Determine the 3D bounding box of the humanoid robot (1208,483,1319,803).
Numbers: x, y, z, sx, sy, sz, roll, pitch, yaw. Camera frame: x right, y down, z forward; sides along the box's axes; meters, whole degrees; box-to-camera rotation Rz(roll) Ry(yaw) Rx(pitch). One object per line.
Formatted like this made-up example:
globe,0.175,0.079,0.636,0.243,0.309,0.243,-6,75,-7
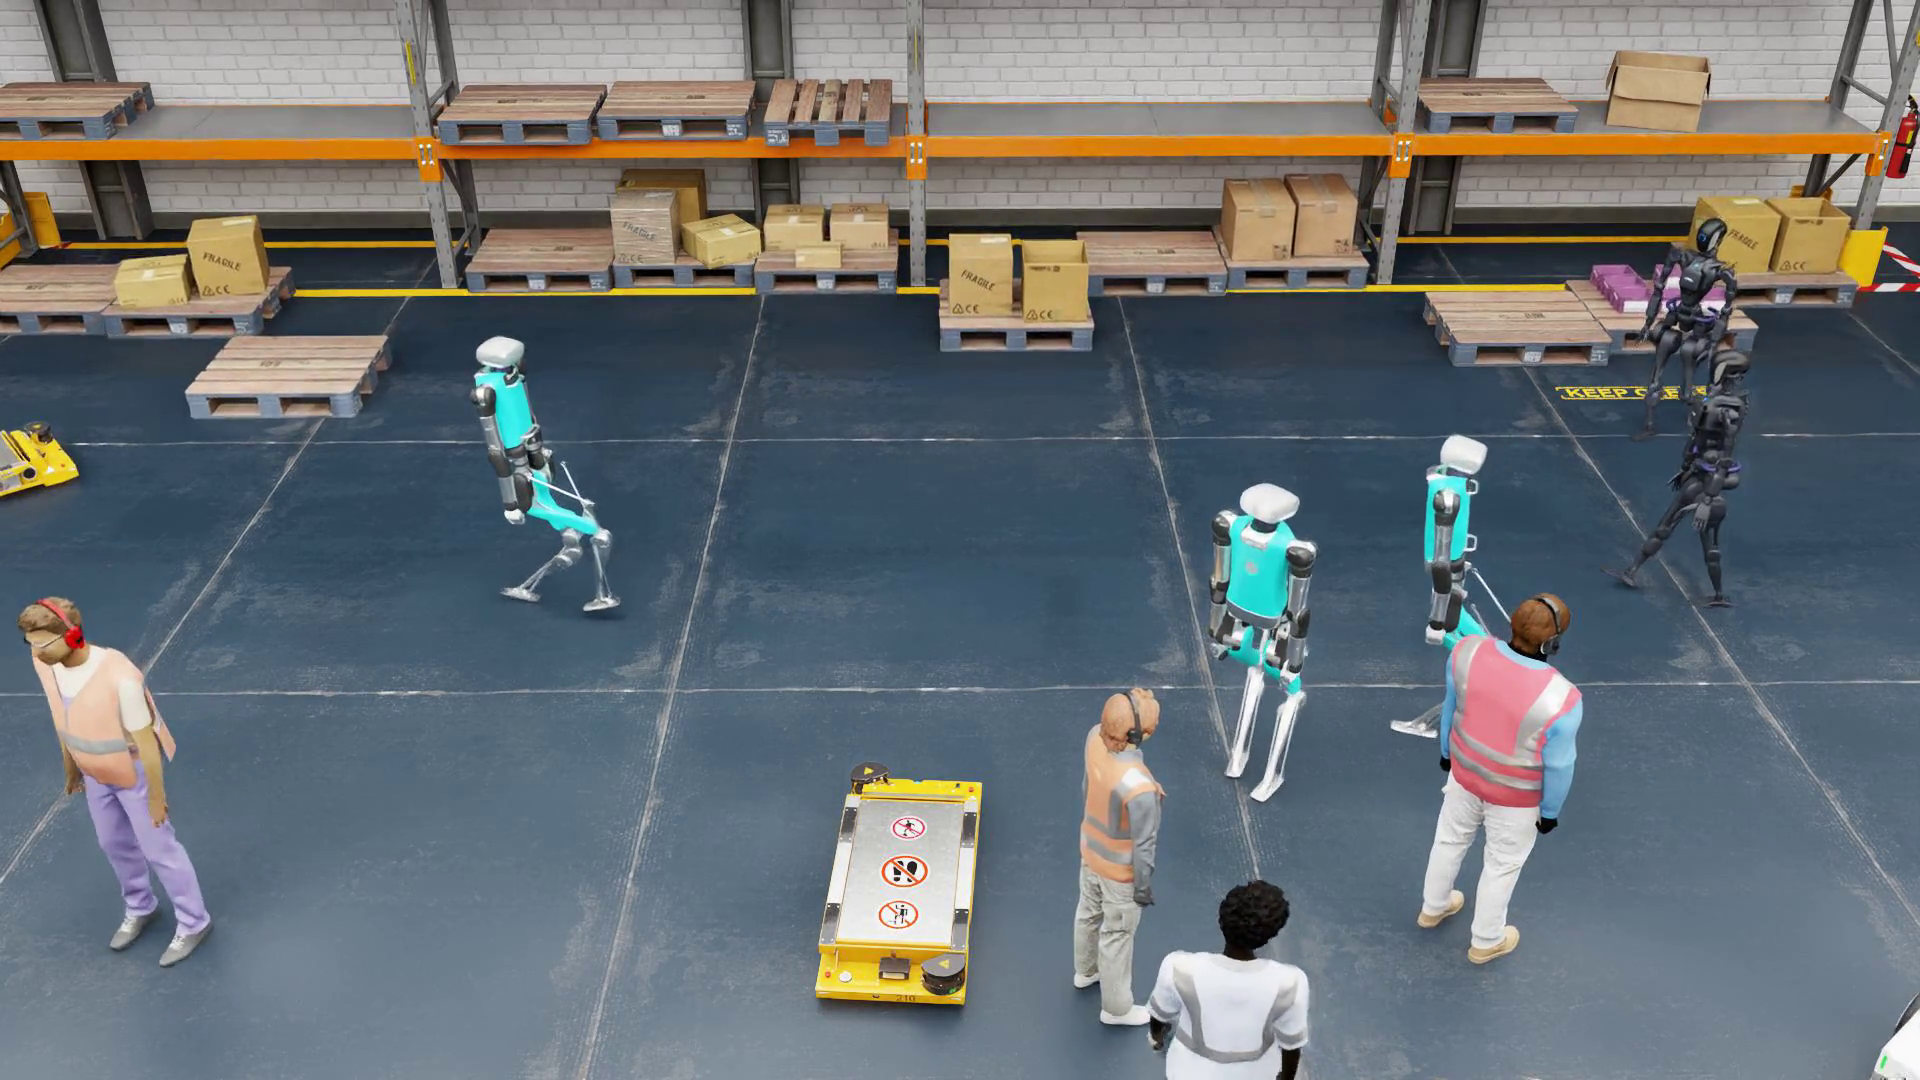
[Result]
humanoid robot,1.546,0.440,8.204,0.537,1.746,0.690,23,38,33

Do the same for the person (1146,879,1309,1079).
person,0.918,1.865,5.950,0.520,1.660,0.613,-6,31,-9

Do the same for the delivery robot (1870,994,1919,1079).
delivery robot,3.984,2.072,6.675,0.773,0.586,0.499,-23,38,-33

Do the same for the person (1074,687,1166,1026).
person,0.651,1.308,6.898,0.314,1.640,0.513,-11,33,-18

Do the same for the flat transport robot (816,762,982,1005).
flat transport robot,-0.258,1.576,7.787,0.659,0.231,1.431,2,31,3

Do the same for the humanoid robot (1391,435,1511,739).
humanoid robot,2.738,0.346,8.438,0.920,1.794,0.549,10,32,16

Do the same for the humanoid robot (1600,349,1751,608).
humanoid robot,4.278,-0.331,9.633,0.776,1.629,0.601,4,31,6

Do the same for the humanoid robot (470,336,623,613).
humanoid robot,-2.282,-0.304,9.542,1.004,1.774,0.535,5,31,8

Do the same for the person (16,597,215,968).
person,-3.636,1.017,7.199,0.594,1.833,0.452,14,34,22

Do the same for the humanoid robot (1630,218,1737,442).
humanoid robot,5.045,-1.468,11.488,0.561,1.639,0.602,-23,38,-33

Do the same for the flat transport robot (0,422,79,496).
flat transport robot,-6.732,-0.391,11.062,1.431,0.231,0.659,-24,38,-34

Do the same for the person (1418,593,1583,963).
person,2.341,1.021,7.199,0.431,1.836,0.629,-24,38,-34
